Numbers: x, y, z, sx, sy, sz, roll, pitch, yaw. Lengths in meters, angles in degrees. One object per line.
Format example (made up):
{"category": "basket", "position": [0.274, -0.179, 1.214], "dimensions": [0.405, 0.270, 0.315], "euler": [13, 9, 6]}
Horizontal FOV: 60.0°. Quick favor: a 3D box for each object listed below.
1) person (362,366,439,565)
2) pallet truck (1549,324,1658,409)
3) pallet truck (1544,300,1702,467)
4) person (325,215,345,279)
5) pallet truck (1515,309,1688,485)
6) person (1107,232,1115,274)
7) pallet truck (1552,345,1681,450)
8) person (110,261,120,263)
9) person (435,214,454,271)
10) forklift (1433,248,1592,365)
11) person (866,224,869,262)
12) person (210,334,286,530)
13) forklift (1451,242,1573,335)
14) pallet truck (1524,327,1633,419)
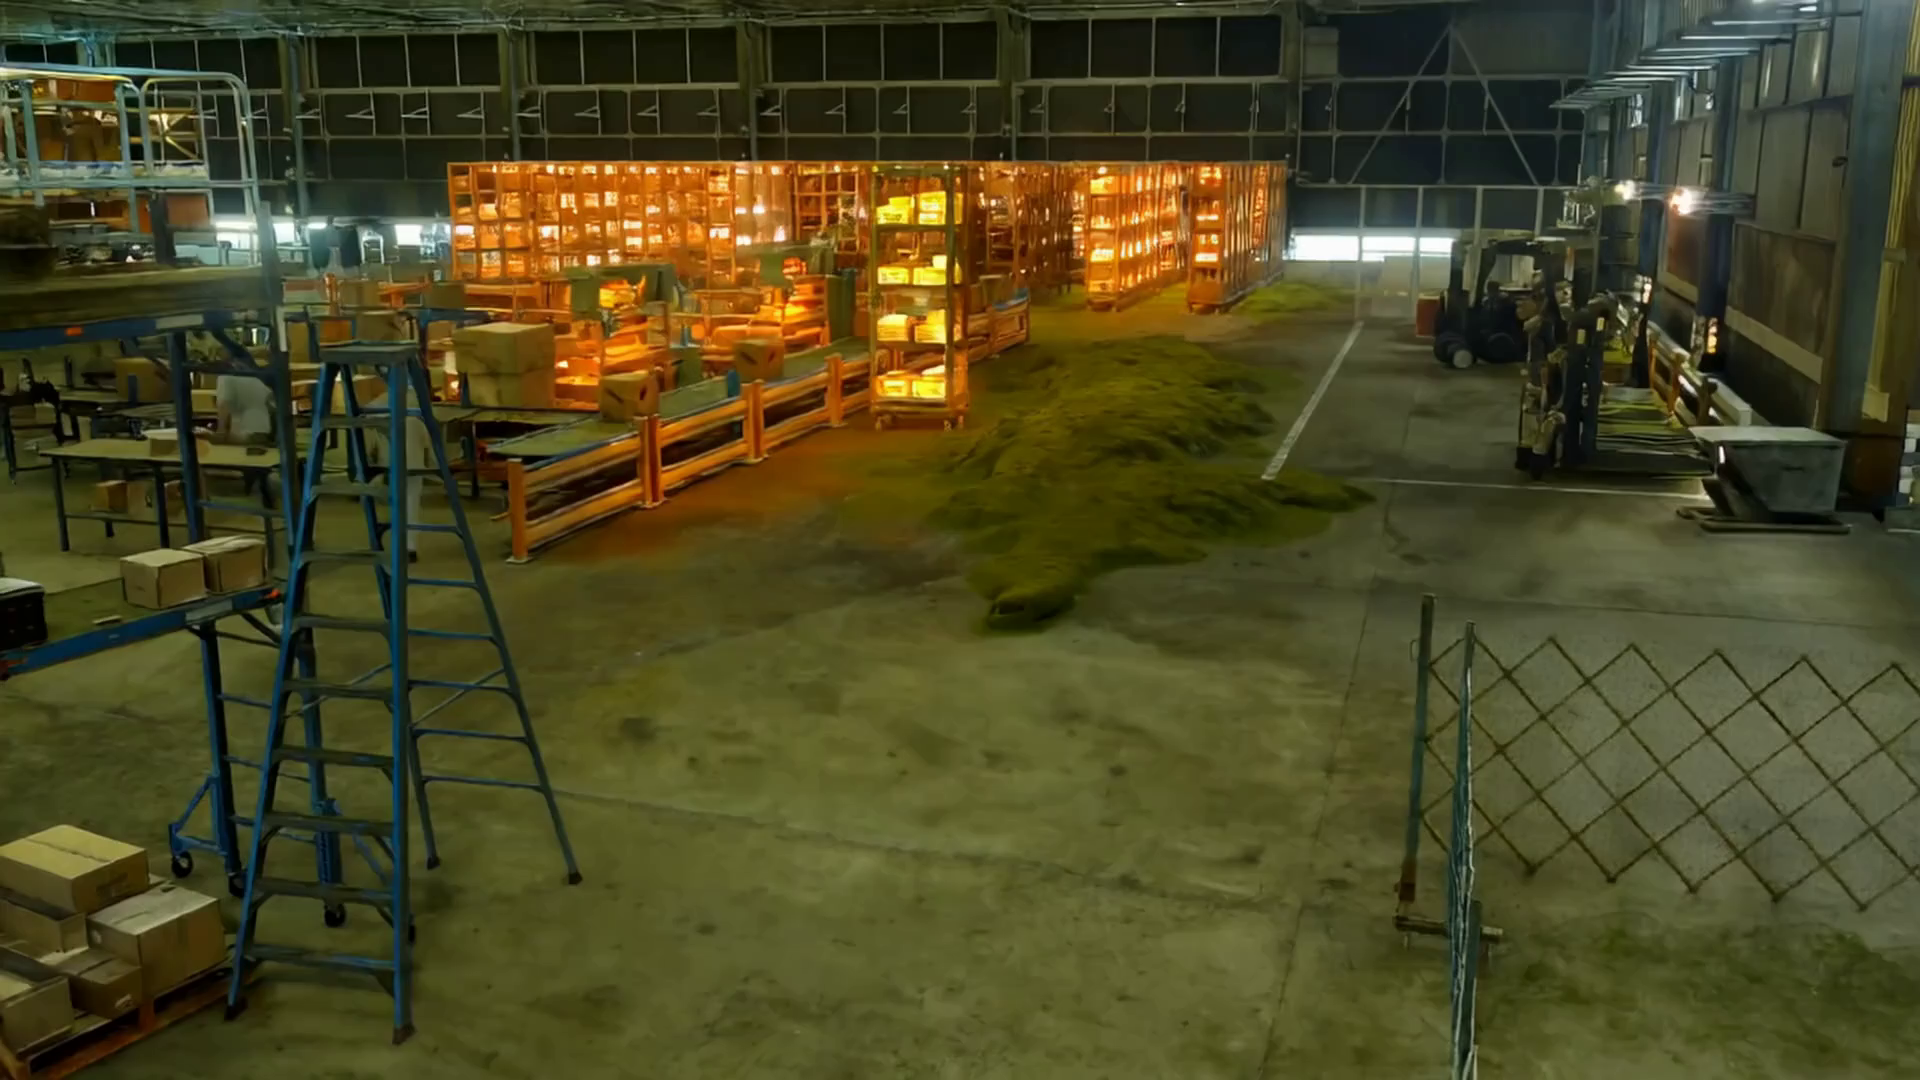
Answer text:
{"category": "person", "position": [-5.248, -0.711, 15.609], "dimensions": [0.670, 1.852, 1.024], "euler": [-8, 15, -32]}
{"category": "pallet truck", "position": [9.824, -2.669, 25.407], "dimensions": [1.601, 1.201, 0.680], "euler": [4, 14, 16]}
{"category": "pallet truck", "position": [8.263, -1.952, 20.631], "dimensions": [1.885, 1.965, 0.823], "euler": [5, 14, 20]}
{"category": "person", "position": [-19.133, -9.007, 51.181], "dimensions": [0.933, 1.955, 0.652], "euler": [2, 13, 8]}
{"category": "pallet truck", "position": [7.554, -1.677, 19.446], "dimensions": [1.885, 1.965, 0.823], "euler": [3, 13, 14]}
{"category": "person", "position": [4.362, -8.245, 48.143], "dimensions": [0.394, 1.846, 0.564], "euler": [5, 14, 19]}
{"category": "pallet truck", "position": [8.641, -1.896, 21.908], "dimensions": [1.630, 1.274, 0.653], "euler": [4, 14, 16]}
{"category": "person", "position": [-18.814, -5.651, 37.141], "dimensions": [0.448, 1.757, 0.539], "euler": [1, 13, 3]}
{"category": "person", "position": [-17.072, -9.865, 55.125], "dimensions": [1.039, 1.858, 0.670], "euler": [9, 16, 33]}
{"category": "forklift", "position": [9.780, -4.111, 29.280], "dimensions": [2.680, 1.987, 1.157], "euler": [3, 13, 14]}
{"category": "person", "position": [-2.836, -8.680, 50.163], "dimensions": [0.932, 1.798, 0.593], "euler": [3, 13, 11]}
{"category": "person", "position": [-7.335, -1.101, 16.998], "dimensions": [1.077, 1.975, 0.614], "euler": [5, 14, 22]}
{"category": "forklift", "position": [10.464, -4.597, 31.405], "dimensions": [2.680, 1.987, 1.157], "euler": [4, 14, 16]}
{"category": "pallet truck", "position": [9.065, -2.460, 24.370], "dimensions": [1.522, 1.261, 0.704], "euler": [3, 13, 14]}
